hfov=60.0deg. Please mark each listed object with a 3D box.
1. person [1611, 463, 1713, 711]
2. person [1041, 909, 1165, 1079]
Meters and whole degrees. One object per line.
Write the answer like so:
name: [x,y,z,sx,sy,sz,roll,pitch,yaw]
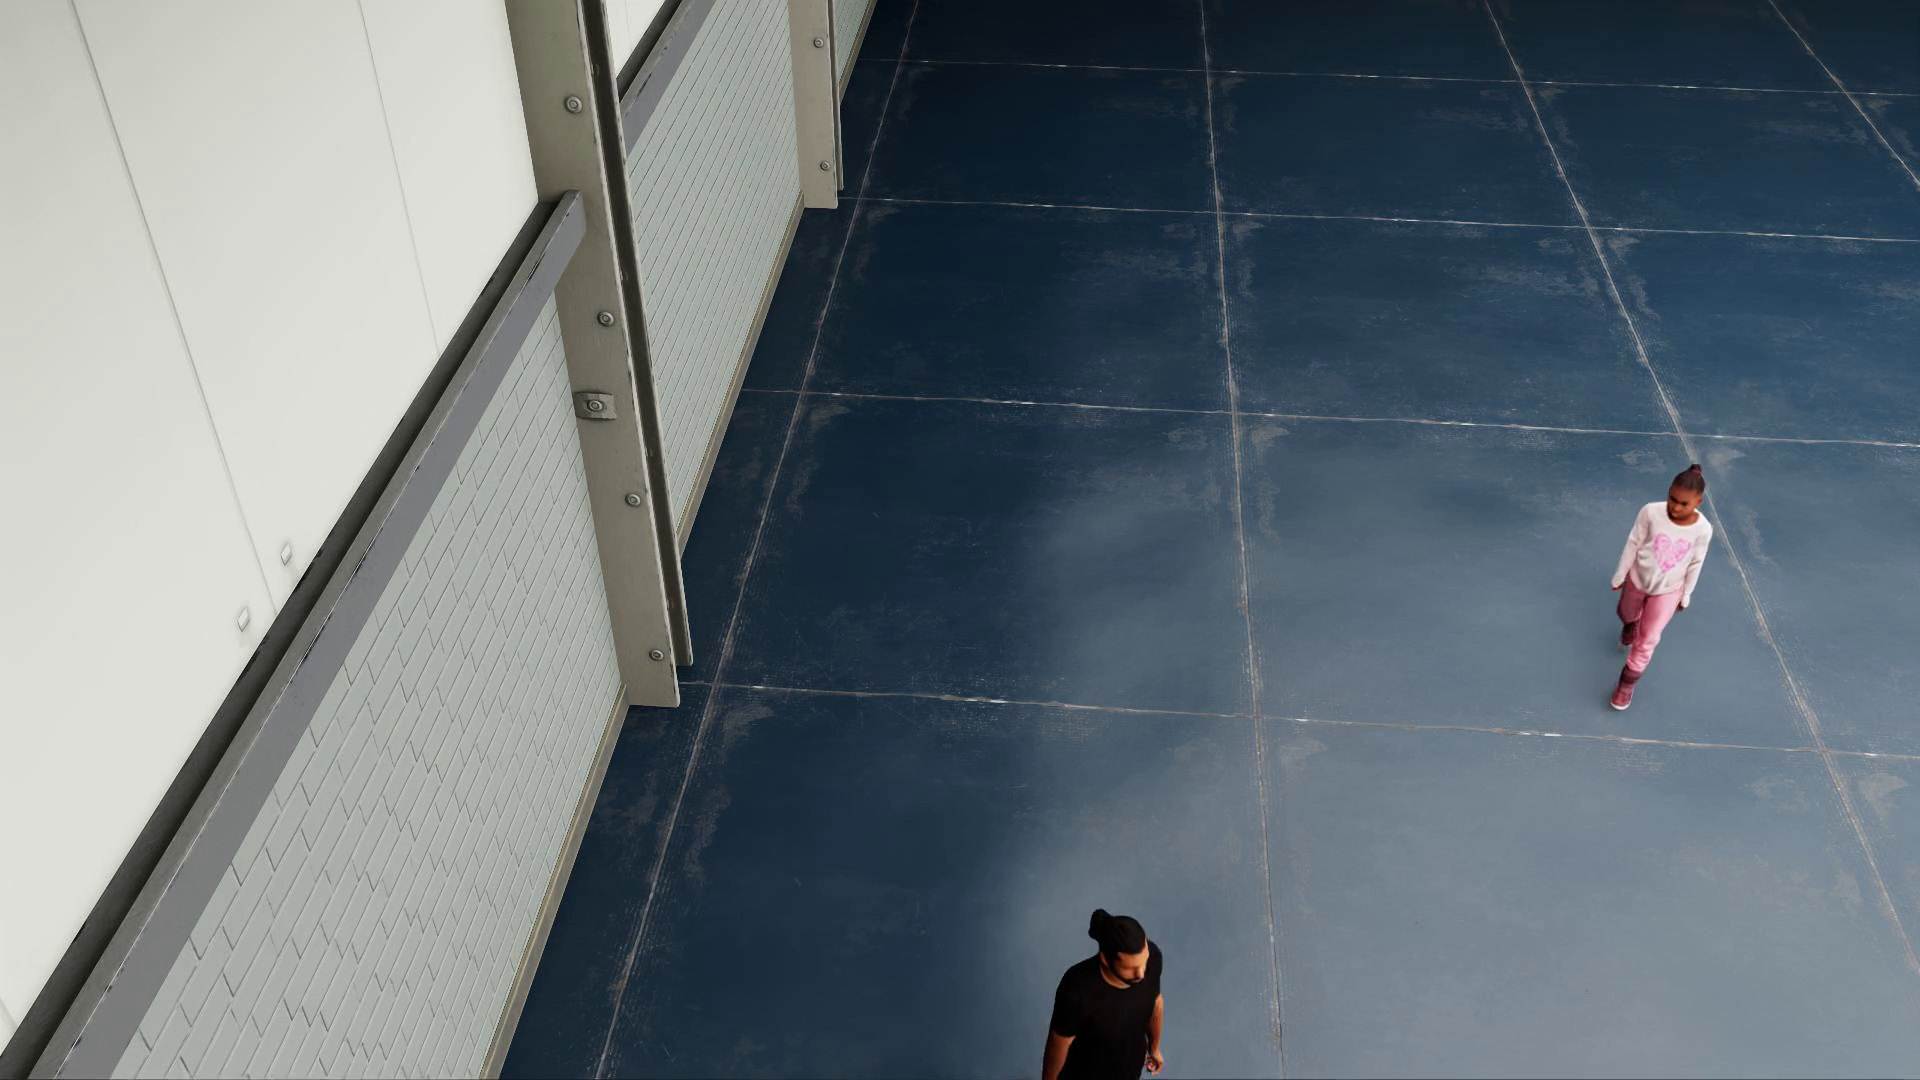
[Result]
person: [3.744,0.179,8.928,0.822,1.428,1.024,21,43,25]
person: [0.484,1.949,6.408,0.758,1.744,0.819,-29,47,-32]
